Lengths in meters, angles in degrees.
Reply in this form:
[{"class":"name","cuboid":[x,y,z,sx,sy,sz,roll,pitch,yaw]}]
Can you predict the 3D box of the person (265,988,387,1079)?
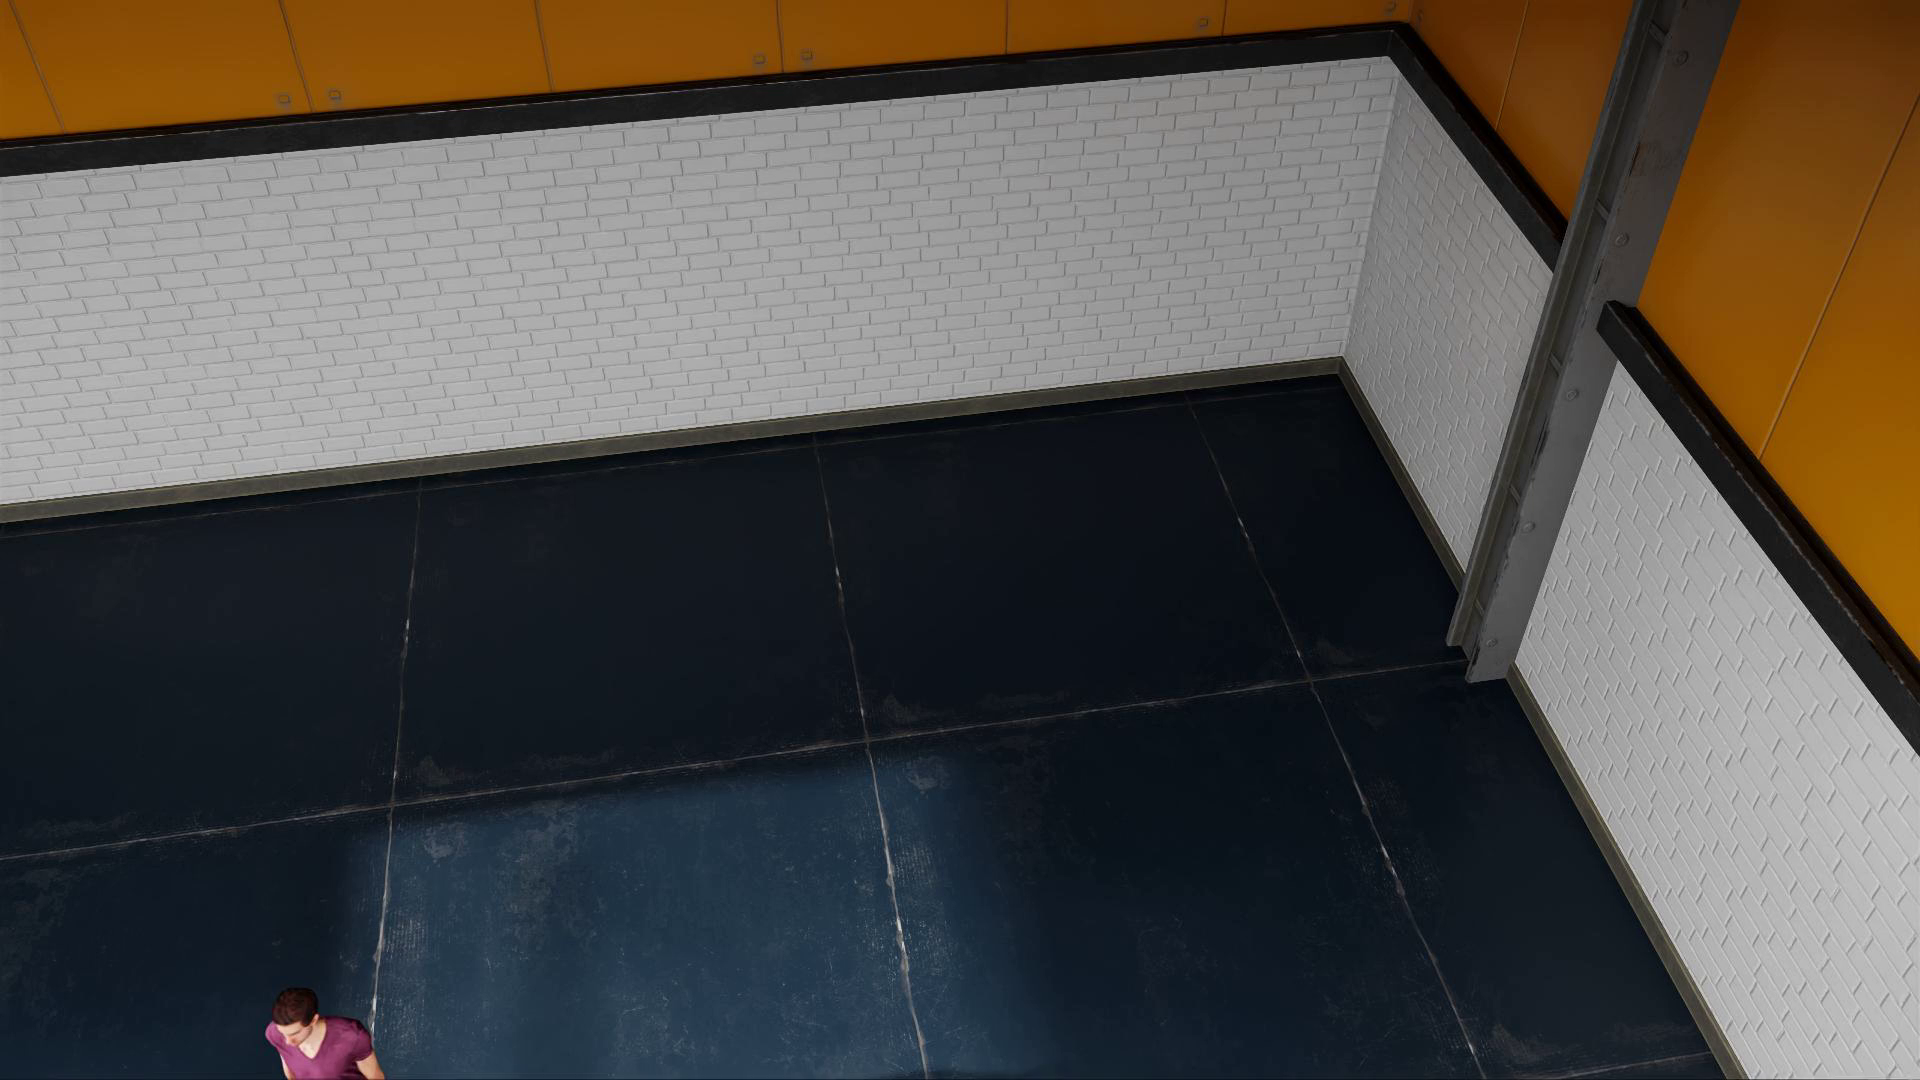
[{"class":"person","cuboid":[-2.962,2.668,8.009,0.703,1.848,0.643,5,44,5]}]
